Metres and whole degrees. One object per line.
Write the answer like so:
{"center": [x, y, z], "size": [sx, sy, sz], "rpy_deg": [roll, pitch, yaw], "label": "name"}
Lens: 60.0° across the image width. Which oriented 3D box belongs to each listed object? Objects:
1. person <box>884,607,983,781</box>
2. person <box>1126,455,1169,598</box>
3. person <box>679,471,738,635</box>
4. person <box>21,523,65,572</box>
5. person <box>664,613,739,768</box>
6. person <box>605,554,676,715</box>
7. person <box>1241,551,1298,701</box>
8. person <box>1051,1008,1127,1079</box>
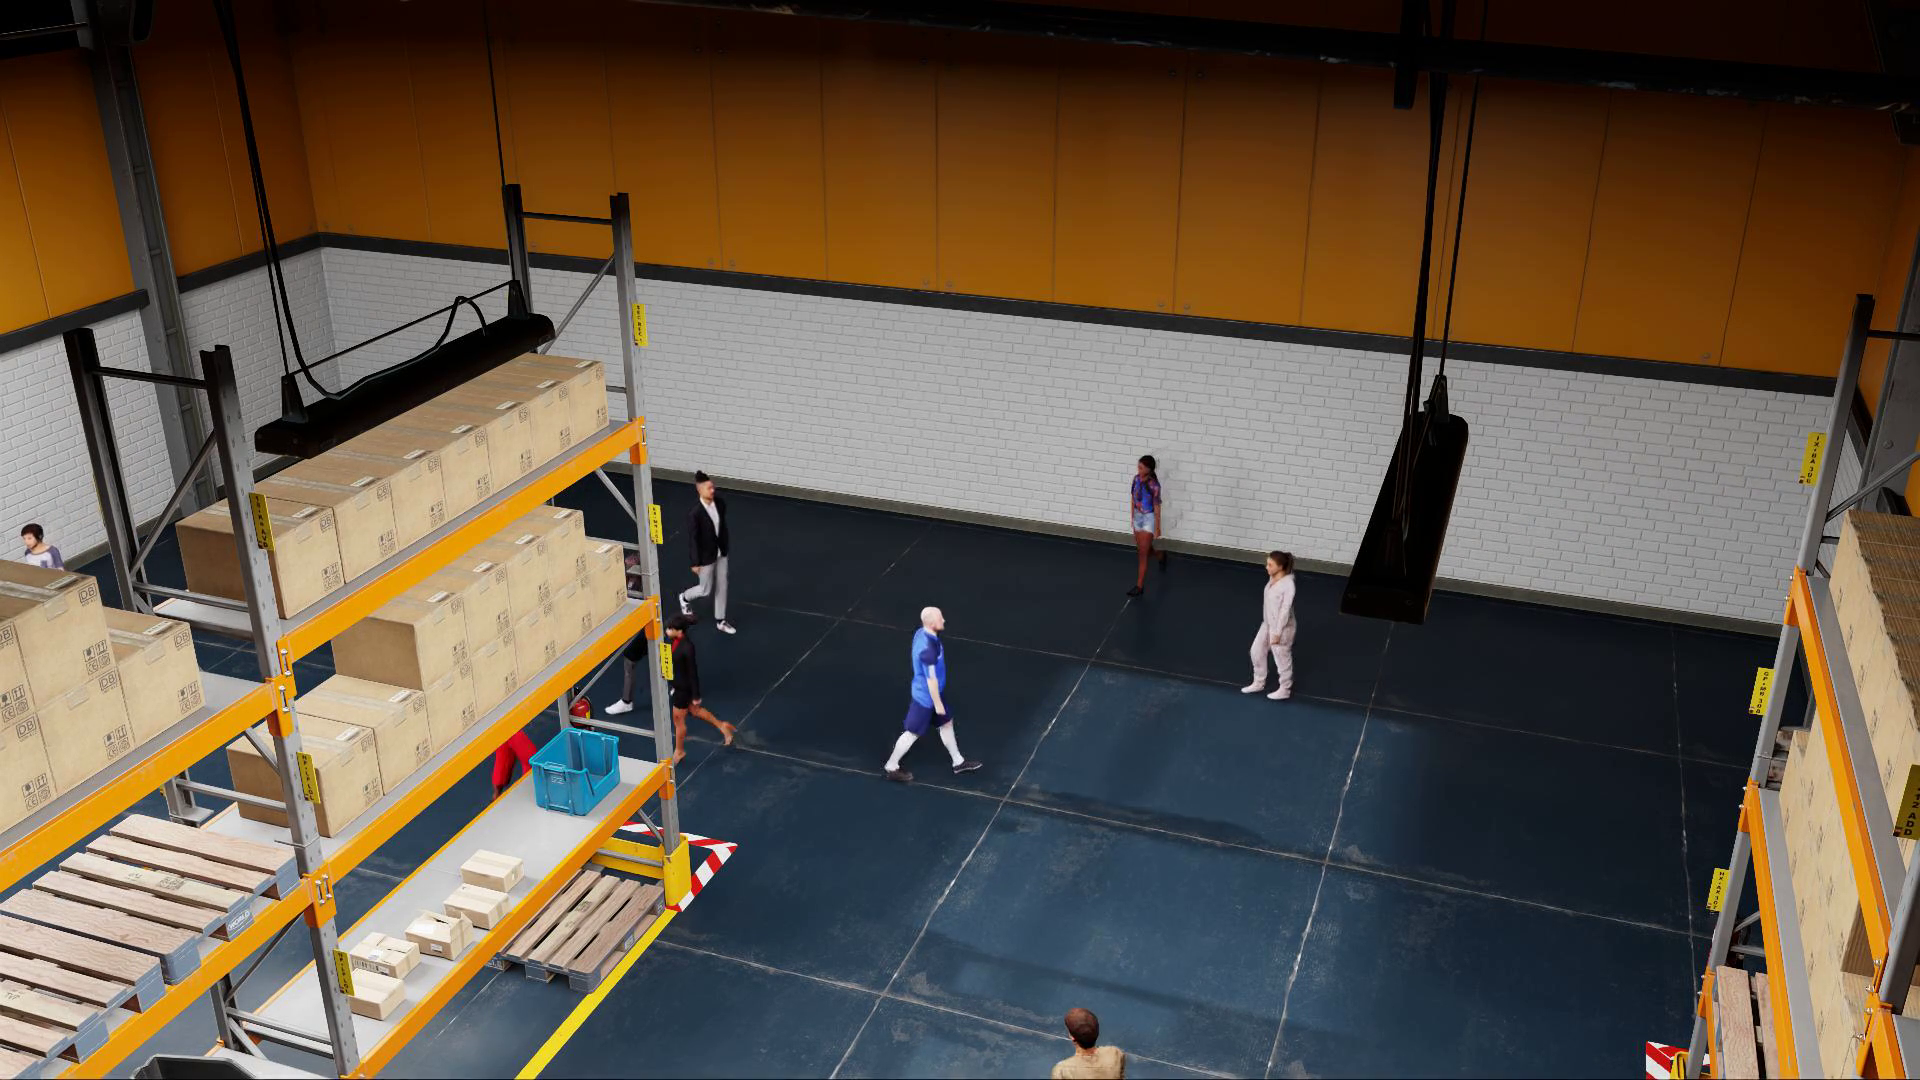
{"center": [-0.388, 1.476, 15.626], "size": [1.040, 1.797, 1.217], "rpy_deg": [0, 24, -1], "label": "person"}
{"center": [2.253, -0.204, 19.567], "size": [1.141, 1.718, 0.937], "rpy_deg": [-21, 31, -39], "label": "person"}
{"center": [-2.860, 0.116, 18.566], "size": [0.971, 1.934, 1.040], "rpy_deg": [18, 29, 35], "label": "person"}
{"center": [-9.880, 0.506, 18.158], "size": [0.697, 1.545, 0.836], "rpy_deg": [1, 24, 3], "label": "person"}
{"center": [-2.554, 1.431, 15.957], "size": [1.006, 1.613, 0.993], "rpy_deg": [-10, 26, -22], "label": "person"}
{"center": [-3.162, 0.923, 16.986], "size": [1.237, 1.721, 1.179], "rpy_deg": [-11, 26, -23], "label": "person"}
{"center": [3.368, 0.877, 17.152], "size": [0.880, 1.672, 0.821], "rpy_deg": [-9, 25, -20], "label": "person"}
{"center": [0.837, 3.758, 10.353], "size": [0.853, 1.839, 0.912], "rpy_deg": [-10, 25, -21], "label": "person"}
